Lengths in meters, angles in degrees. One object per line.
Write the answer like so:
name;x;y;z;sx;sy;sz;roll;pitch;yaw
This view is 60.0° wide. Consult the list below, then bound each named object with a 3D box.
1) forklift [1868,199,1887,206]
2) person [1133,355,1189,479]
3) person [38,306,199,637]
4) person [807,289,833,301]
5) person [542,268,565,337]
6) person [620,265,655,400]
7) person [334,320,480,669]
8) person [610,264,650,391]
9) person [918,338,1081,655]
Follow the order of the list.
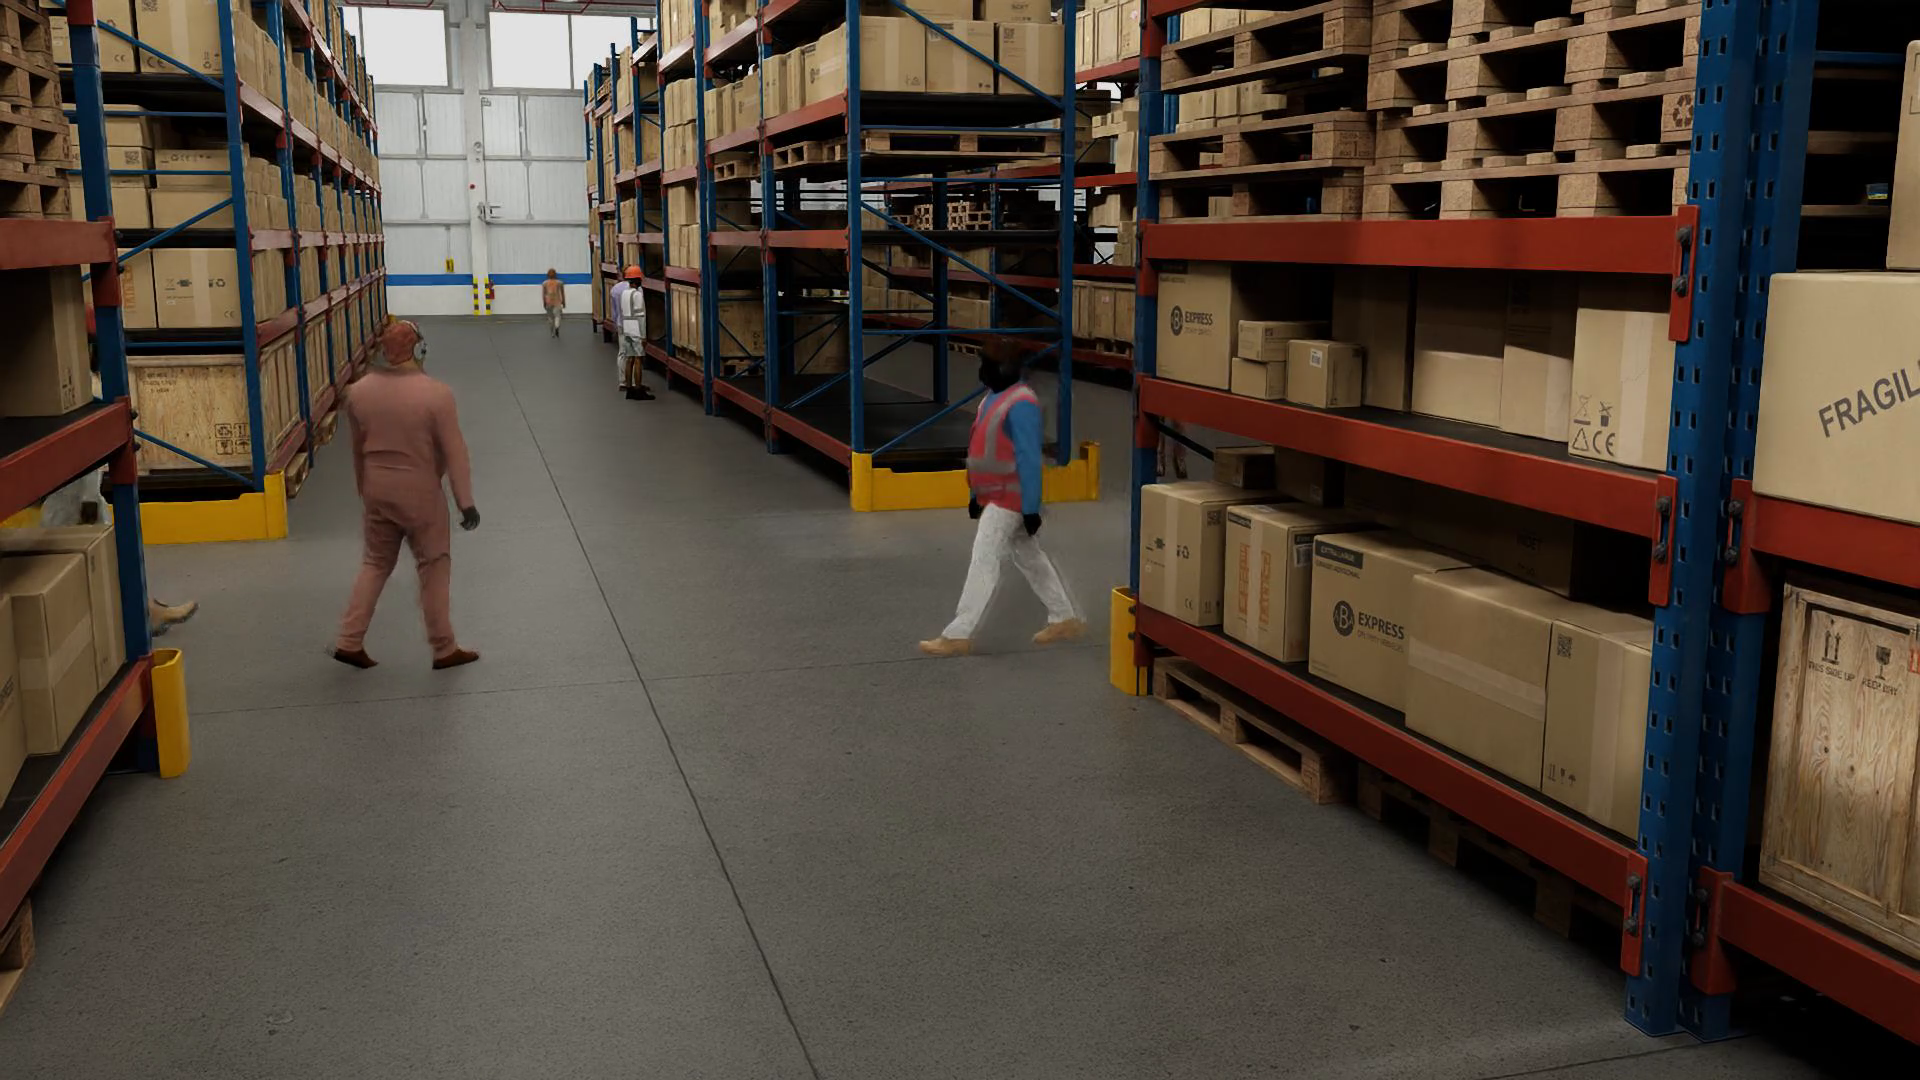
forklift;11.338;-2.915;21.052;1.129;2.768;1.873;-3;11;-17
person;2.006;-1.528;16.176;0.657;1.881;0.759;1;10;5
person;-4.969;-0.322;9.389;1.128;1.963;0.688;-7;12;-32
person;-3.300;-5.679;39.178;0.622;1.807;0.927;-1;10;-8
person;-9.497;-5.534;38.846;0.524;1.621;0.612;-2;10;-10
person;-4.671;-2.983;23.997;0.346;1.942;0.546;-8;13;-39
person;-2.963;-0.217;8.969;0.715;1.910;0.501;3;11;16
person;-5.013;-3.217;25.286;0.636;1.939;0.365;6;12;30
person;0.268;-0.249;9.439;0.979;1.799;0.633;-2;11;-11
